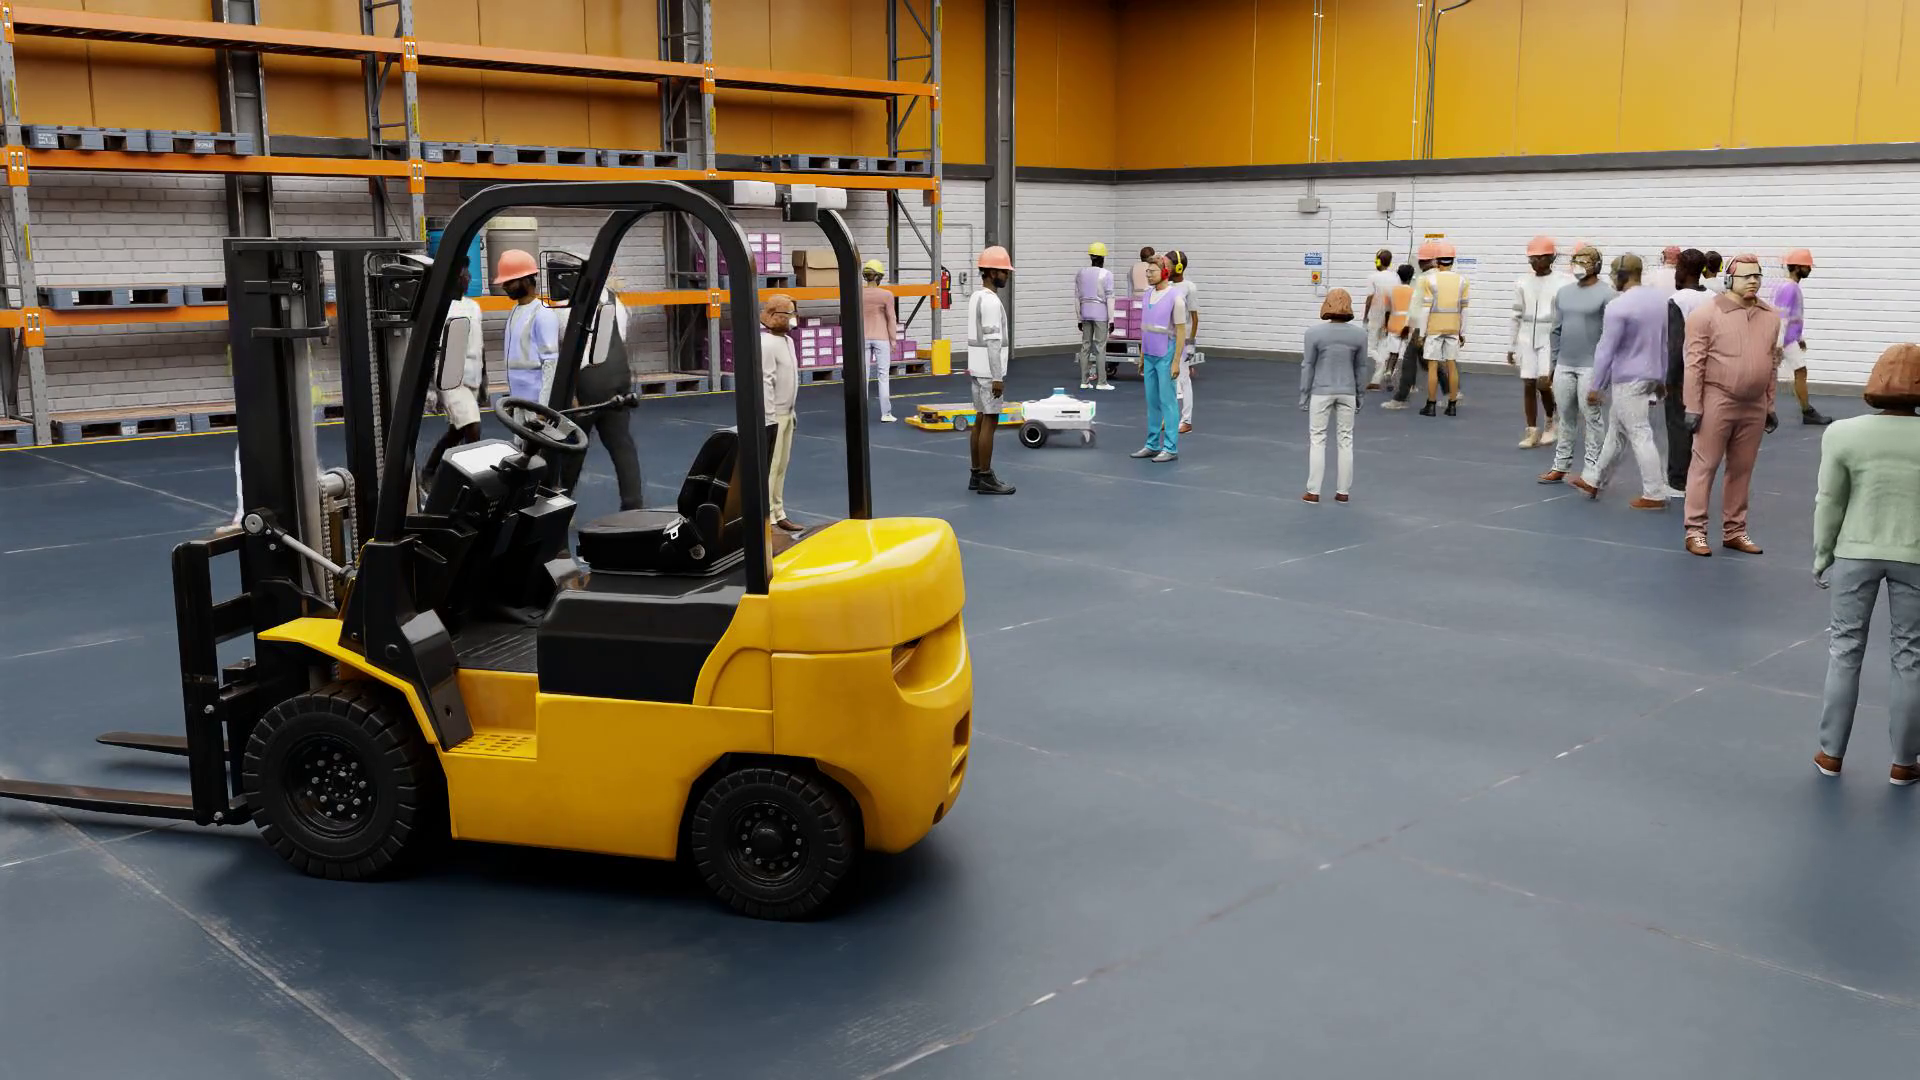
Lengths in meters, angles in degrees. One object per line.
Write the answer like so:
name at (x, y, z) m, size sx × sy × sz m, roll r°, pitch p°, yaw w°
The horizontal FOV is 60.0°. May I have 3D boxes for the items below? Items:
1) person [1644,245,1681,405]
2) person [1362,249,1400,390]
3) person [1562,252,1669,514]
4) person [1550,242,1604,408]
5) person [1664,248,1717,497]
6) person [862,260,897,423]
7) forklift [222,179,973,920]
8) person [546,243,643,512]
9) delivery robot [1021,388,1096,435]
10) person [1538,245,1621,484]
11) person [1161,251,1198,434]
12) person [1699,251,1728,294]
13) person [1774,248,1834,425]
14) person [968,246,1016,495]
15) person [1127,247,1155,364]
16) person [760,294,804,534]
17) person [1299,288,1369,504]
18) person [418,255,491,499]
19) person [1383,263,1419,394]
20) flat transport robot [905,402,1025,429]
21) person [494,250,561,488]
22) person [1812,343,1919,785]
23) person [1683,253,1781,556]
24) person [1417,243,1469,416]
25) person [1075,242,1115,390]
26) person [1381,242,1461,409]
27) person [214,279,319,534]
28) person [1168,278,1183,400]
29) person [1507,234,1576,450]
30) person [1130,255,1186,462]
person at (8.435, -2.563, 19.885) m, size 0.655 × 1.906 × 0.407 m, roll 0°, pitch 10°, yaw 0°
person at (5.480, -2.841, 21.559) m, size 0.535 × 1.850 × 0.633 m, roll -5°, pitch 11°, yaw -23°
person at (4.867, -1.168, 12.324) m, size 0.638 × 1.887 × 1.006 m, roll -8°, pitch 13°, yaw -36°
person at (7.253, -2.530, 19.608) m, size 0.626 × 1.950 × 1.004 m, roll 9°, pitch 14°, yaw 41°
person at (5.633, -1.288, 12.900) m, size 0.596 × 1.918 × 0.380 m, roll -8°, pitch 13°, yaw -38°
person at (-0.931, -2.147, 18.025) m, size 0.523 × 1.760 × 0.327 m, roll 3°, pitch 11°, yaw 15°
forklift at (-1.114, -0.058, 5.440) m, size 2.313 × 2.155 × 1.214 m, roll 2°, pitch 11°, yaw 13°
person at (-2.570, -1.070, 11.381) m, size 1.004 × 2.000 × 0.703 m, roll 6°, pitch 12°, yaw 29°
delivery robot at (0.952, -1.216, 15.955) m, size 0.707 × 0.478 × 0.477 m, roll 1°, pitch 11°, yaw 7°
person at (4.993, -1.385, 13.373) m, size 0.372 × 1.940 × 0.630 m, roll -7°, pitch 12°, yaw -32°
person at (2.221, -2.018, 17.030) m, size 0.332 × 1.866 × 0.514 m, roll -7°, pitch 12°, yaw -32°
person at (7.677, -2.032, 17.112) m, size 0.507 × 1.865 × 0.329 m, roll 0°, pitch 10°, yaw -2°
person at (8.868, -2.176, 17.872) m, size 1.001 × 1.891 × 0.547 m, roll 4°, pitch 11°, yaw 21°
person at (0.254, -1.324, 13.051) m, size 0.364 × 1.934 × 0.553 m, roll -2°, pitch 11°, yaw -13°
person at (2.933, -3.676, 26.131) m, size 0.622 × 1.845 × 0.429 m, roll 8°, pitch 13°, yaw 36°
person at (-1.215, -0.837, 11.216) m, size 0.270 × 1.632 × 0.504 m, roll 2°, pitch 11°, yaw 13°
person at (2.823, -1.082, 12.579) m, size 0.503 × 1.626 × 0.281 m, roll -1°, pitch 10°, yaw -3°
person at (-3.777, -1.195, 12.381) m, size 0.951 × 1.932 × 0.612 m, roll 4°, pitch 11°, yaw 19°
person at (5.615, -2.669, 21.106) m, size 0.545 × 1.674 × 0.628 m, roll 5°, pitch 12°, yaw 27°
flat transport robot at (0.199, -1.323, 17.586) m, size 1.431 × 0.197 × 0.652 m, roll -4°, pitch 11°, yaw -20°
person at (-2.844, -0.933, 10.944) m, size 0.374 × 1.928 × 0.542 m, roll -8°, pitch 13°, yaw -38°
person at (3.427, 0.091, 6.158) m, size 0.501 × 1.633 × 0.279 m, roll 6°, pitch 12°, yaw 31°
person at (4.900, -0.849, 10.543) m, size 0.648 × 1.907 × 0.409 m, roll -2°, pitch 11°, yaw -11°
person at (5.404, -2.352, 18.656) m, size 0.552 × 1.934 × 0.363 m, roll -1°, pitch 10°, yaw -5°
person at (1.777, -2.920, 21.777) m, size 0.588 × 1.927 × 0.370 m, roll 8°, pitch 13°, yaw 36°
person at (5.450, -2.501, 19.445) m, size 0.959 × 1.943 × 0.615 m, roll 0°, pitch 10°, yaw 1°
person at (-4.580, -0.871, 10.954) m, size 0.858 × 1.794 × 0.648 m, roll -9°, pitch 14°, yaw -40°
person at (2.620, -2.543, 20.517) m, size 0.313 × 1.636 × 0.517 m, roll -1°, pitch 10°, yaw -5°
person at (5.440, -1.846, 15.643) m, size 0.425 × 2.023 × 0.644 m, roll -10°, pitch 14°, yaw -44°
person at (1.812, -1.622, 14.929) m, size 0.375 × 1.840 × 0.575 m, roll -6°, pitch 12°, yaw -28°
